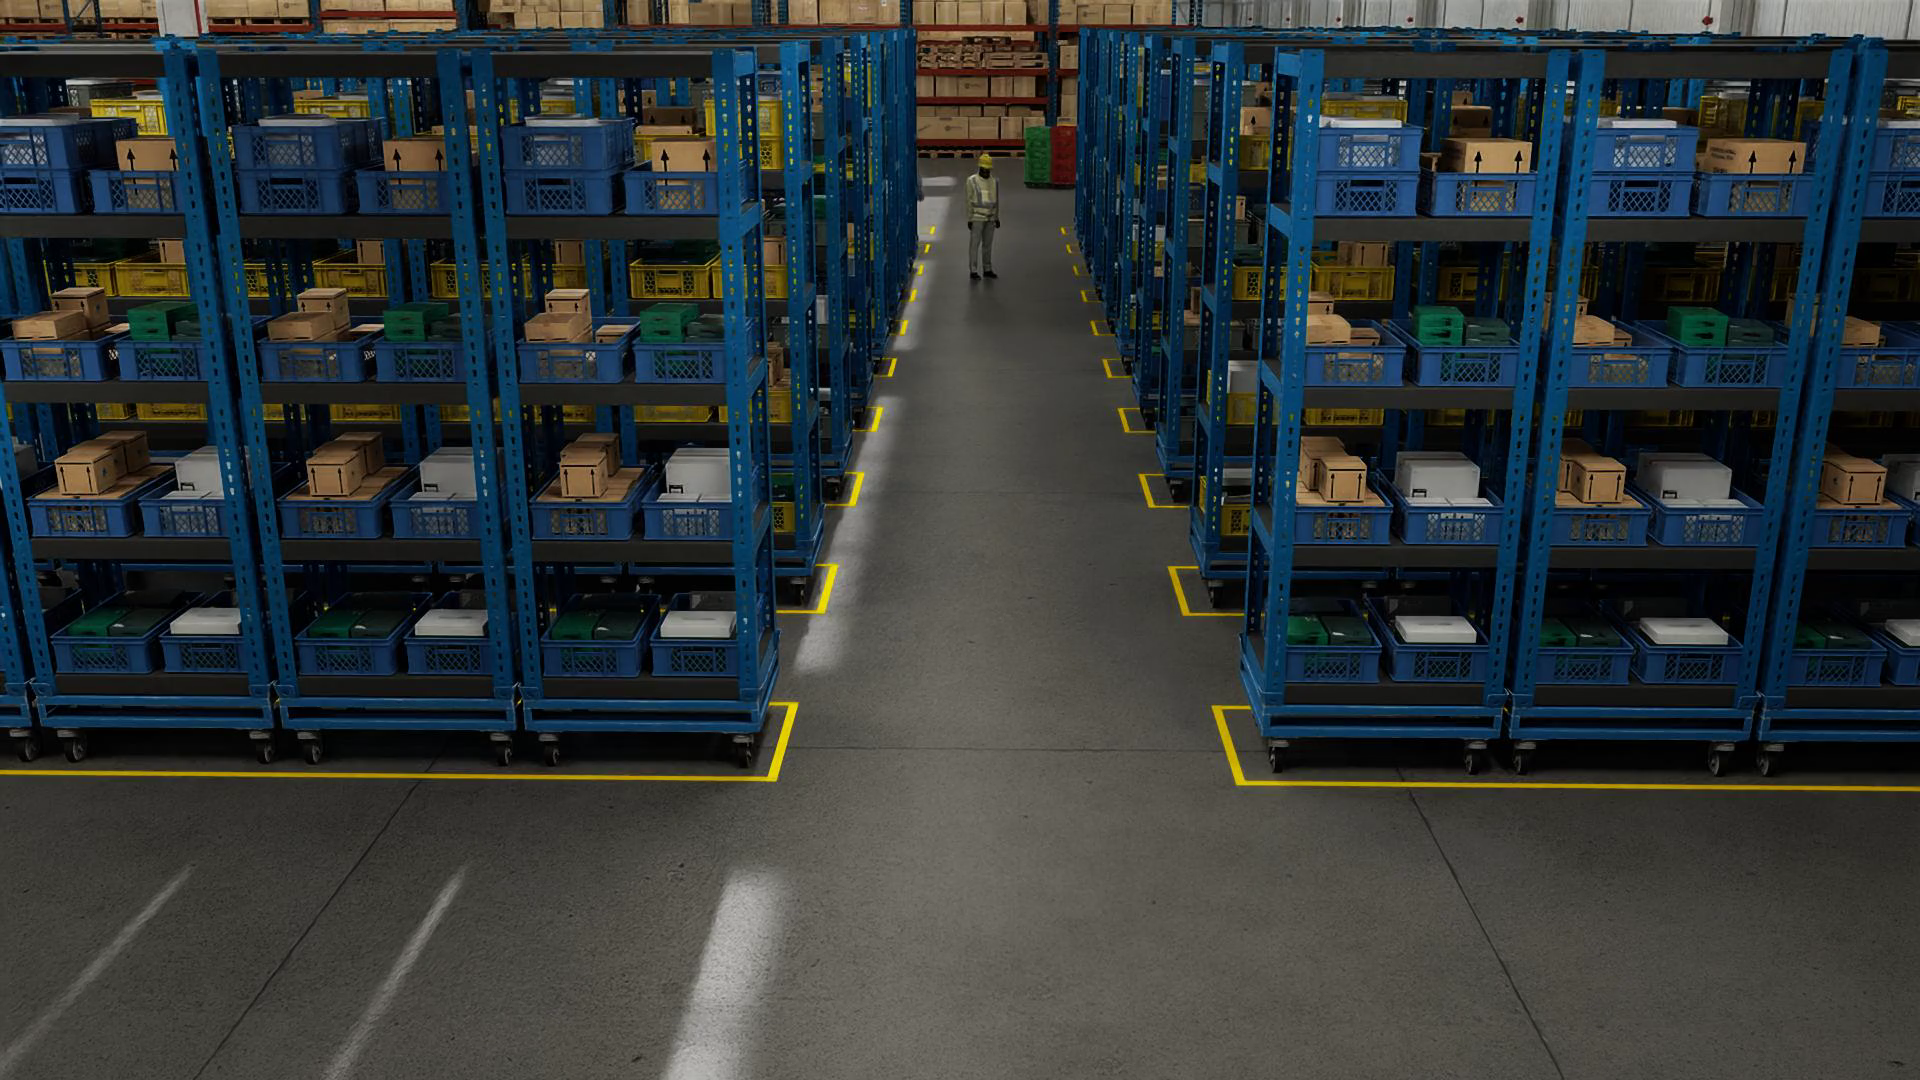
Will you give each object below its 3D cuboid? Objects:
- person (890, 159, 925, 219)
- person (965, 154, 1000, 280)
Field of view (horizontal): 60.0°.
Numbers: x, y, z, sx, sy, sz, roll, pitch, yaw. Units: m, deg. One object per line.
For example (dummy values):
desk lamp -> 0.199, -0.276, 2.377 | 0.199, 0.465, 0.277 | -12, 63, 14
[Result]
person -> -0.937, -5.792, 27.716 | 0.620, 1.896, 0.994 | -12, 21, -32
person -> 0.352, -4.766, 24.569 | 0.588, 1.822, 0.403 | -12, 21, -34
